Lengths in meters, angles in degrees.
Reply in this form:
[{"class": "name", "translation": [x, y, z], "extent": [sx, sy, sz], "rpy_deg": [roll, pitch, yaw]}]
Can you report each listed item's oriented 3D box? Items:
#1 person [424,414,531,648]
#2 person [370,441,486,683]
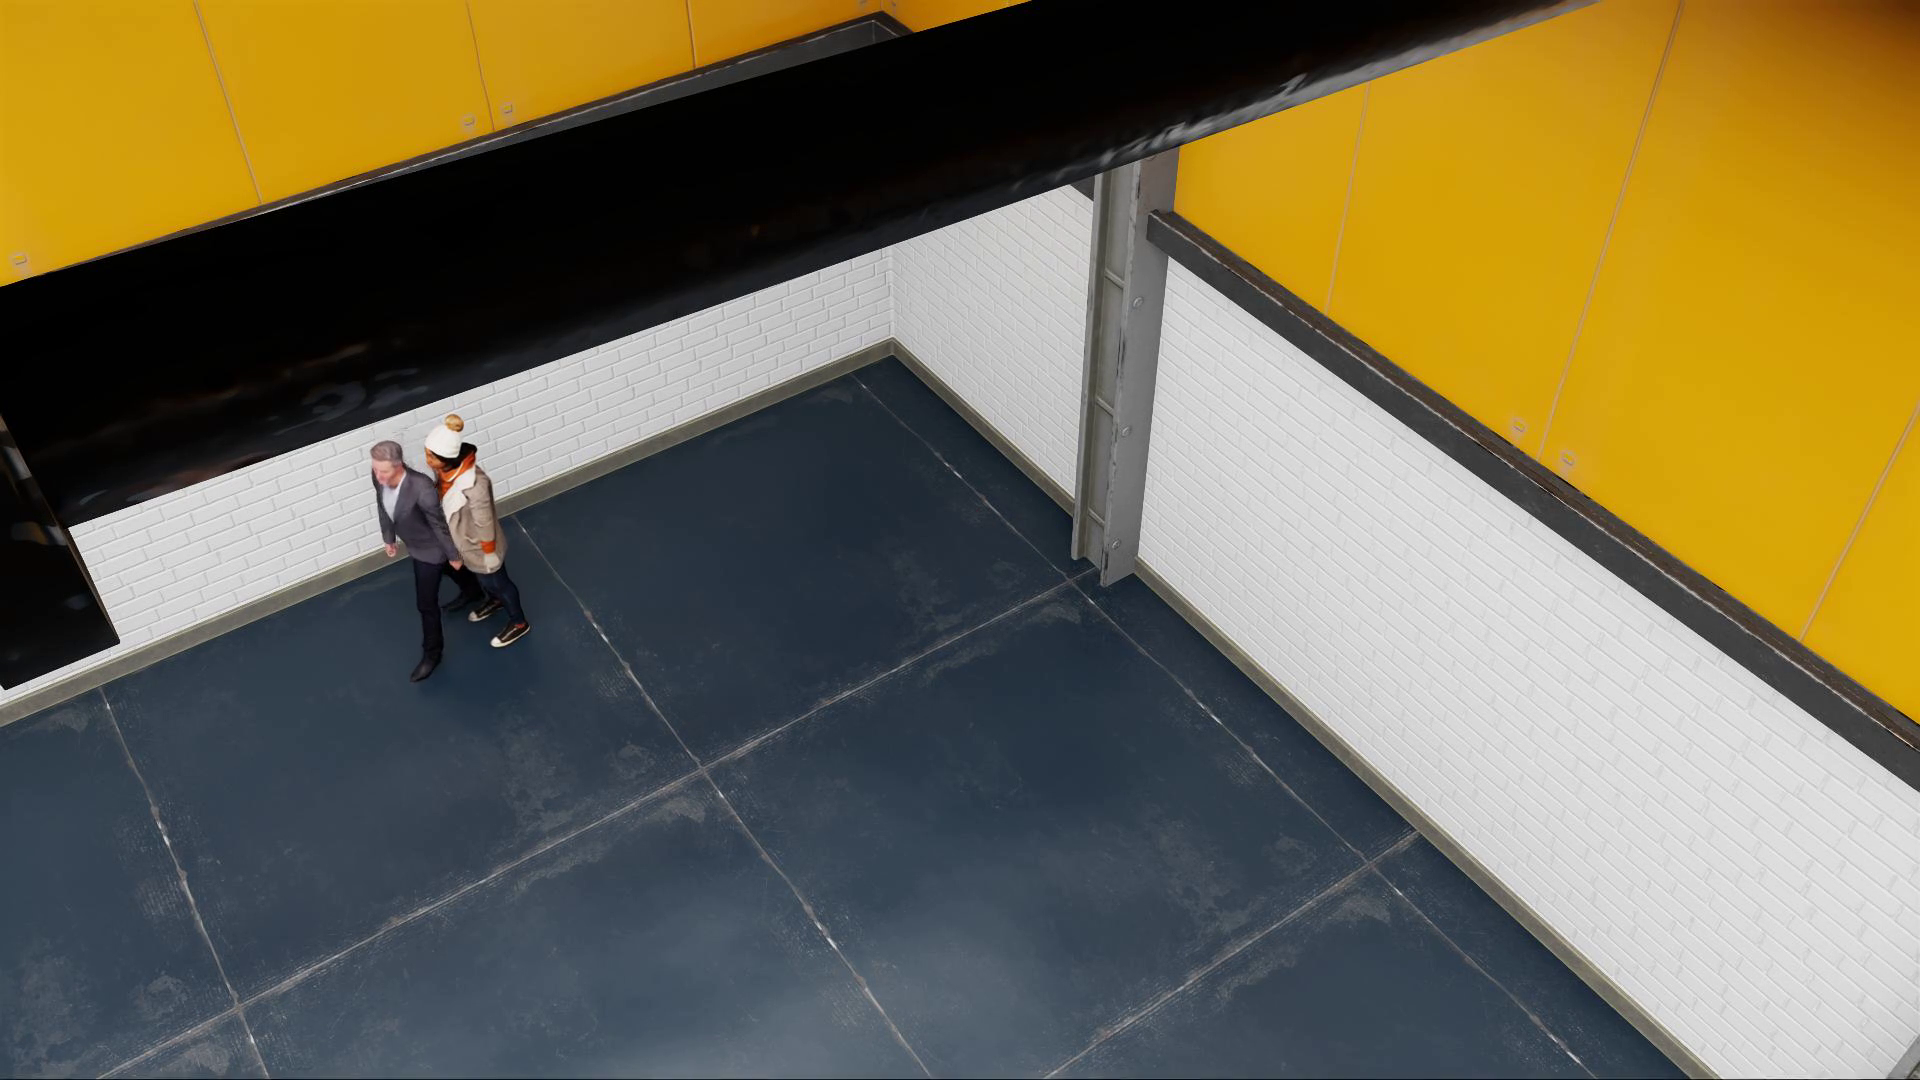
[{"class": "person", "translation": [-3.210, -0.095, 11.025], "extent": [0.760, 1.889, 0.622], "rpy_deg": [-30, 51, -28]}, {"class": "person", "translation": [-3.504, -0.023, 11.026], "extent": [1.134, 1.783, 1.011], "rpy_deg": [30, 51, 28]}]
